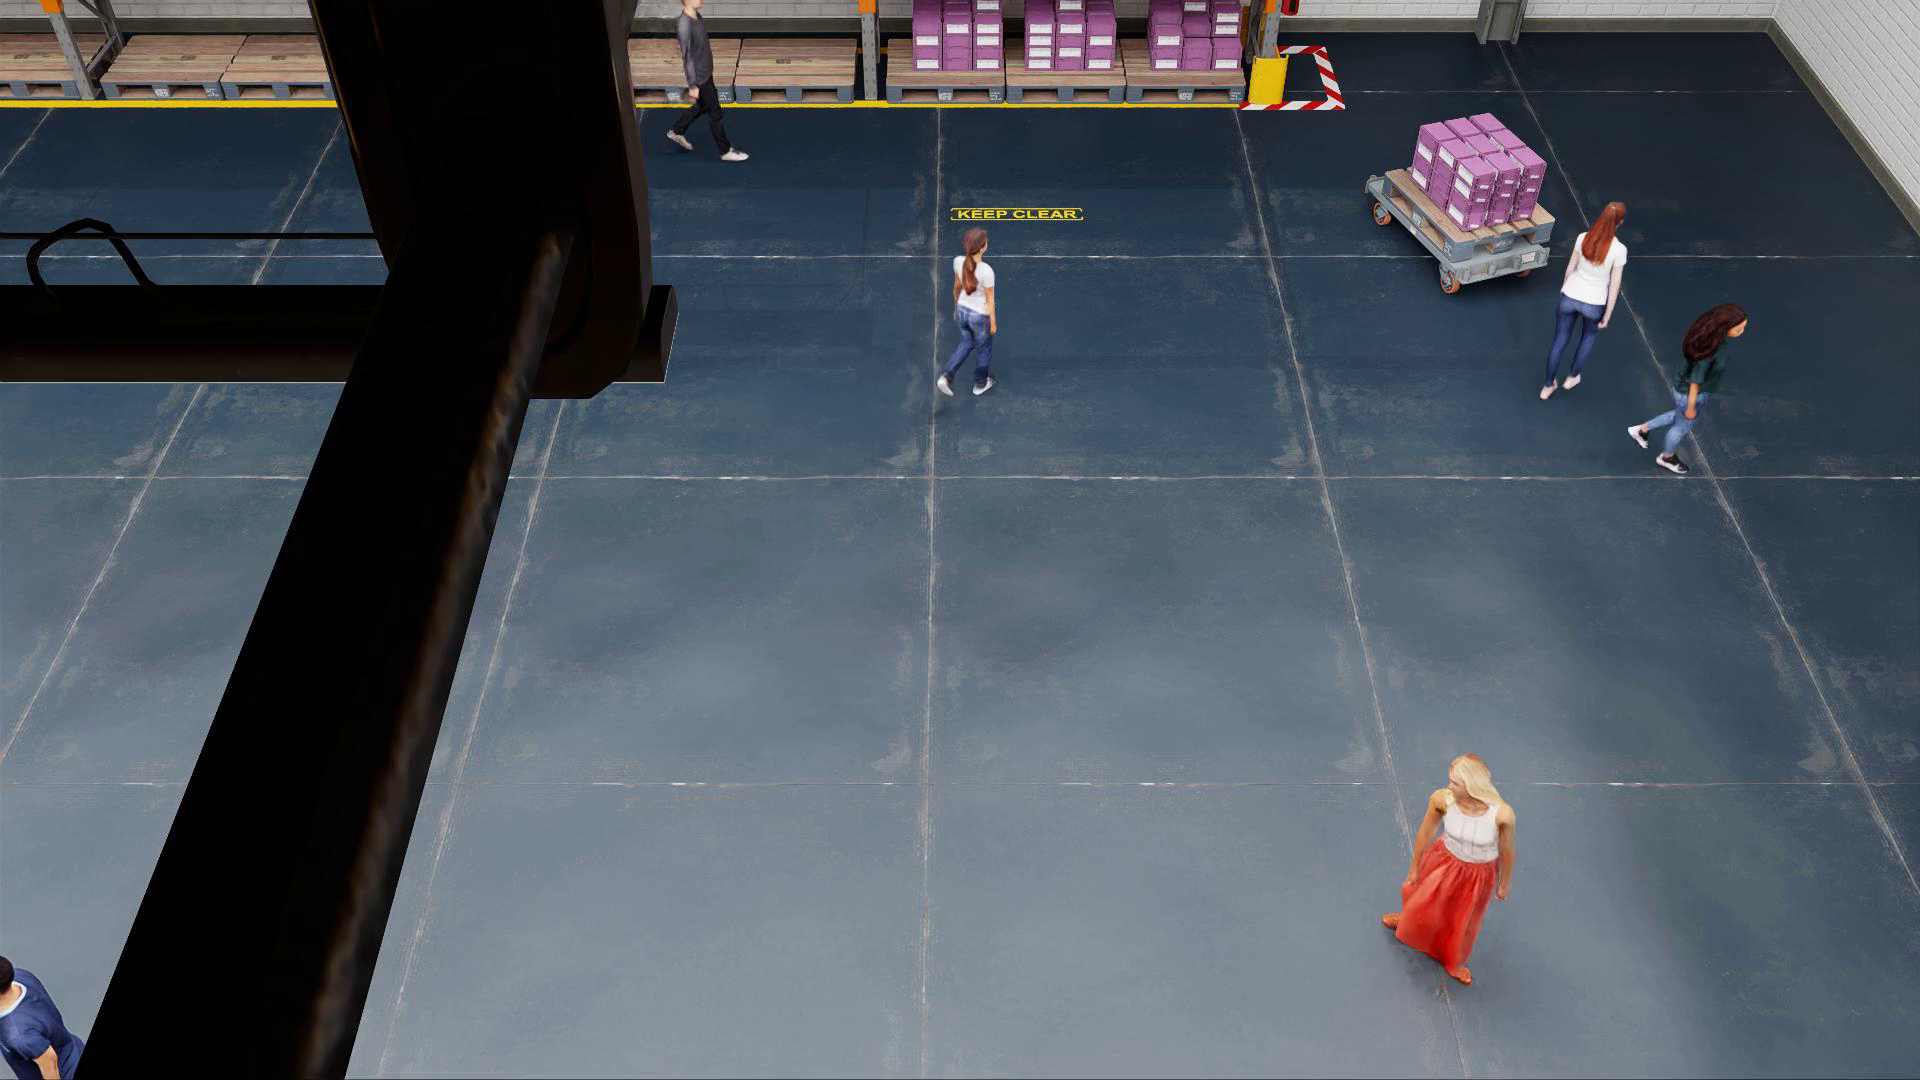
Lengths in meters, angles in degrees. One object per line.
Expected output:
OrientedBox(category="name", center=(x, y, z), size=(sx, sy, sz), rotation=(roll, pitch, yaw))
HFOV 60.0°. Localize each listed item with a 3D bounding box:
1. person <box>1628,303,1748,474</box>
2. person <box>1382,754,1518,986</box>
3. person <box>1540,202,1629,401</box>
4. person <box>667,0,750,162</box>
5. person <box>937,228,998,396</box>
OrientedBox(category="person", center=(5.333, -1.124, 12.292), size=(0.881, 1.591, 0.802), rotation=(19, 47, 19))
OrientedBox(category="person", center=(2.784, 1.800, 9.085), size=(0.743, 1.781, 0.904), rotation=(7, 44, 7))
OrientedBox(category="person", center=(4.794, -1.790, 12.900), size=(0.749, 1.716, 0.814), rotation=(22, 48, 22))
OrientedBox(category="person", center=(-2.500, -4.360, 15.581), size=(1.011, 1.740, 0.631), rotation=(1, 44, 1))
OrientedBox(category="person", center=(0.078, -1.729, 12.961), size=(0.844, 1.545, 0.881), rotation=(31, 52, 29))
